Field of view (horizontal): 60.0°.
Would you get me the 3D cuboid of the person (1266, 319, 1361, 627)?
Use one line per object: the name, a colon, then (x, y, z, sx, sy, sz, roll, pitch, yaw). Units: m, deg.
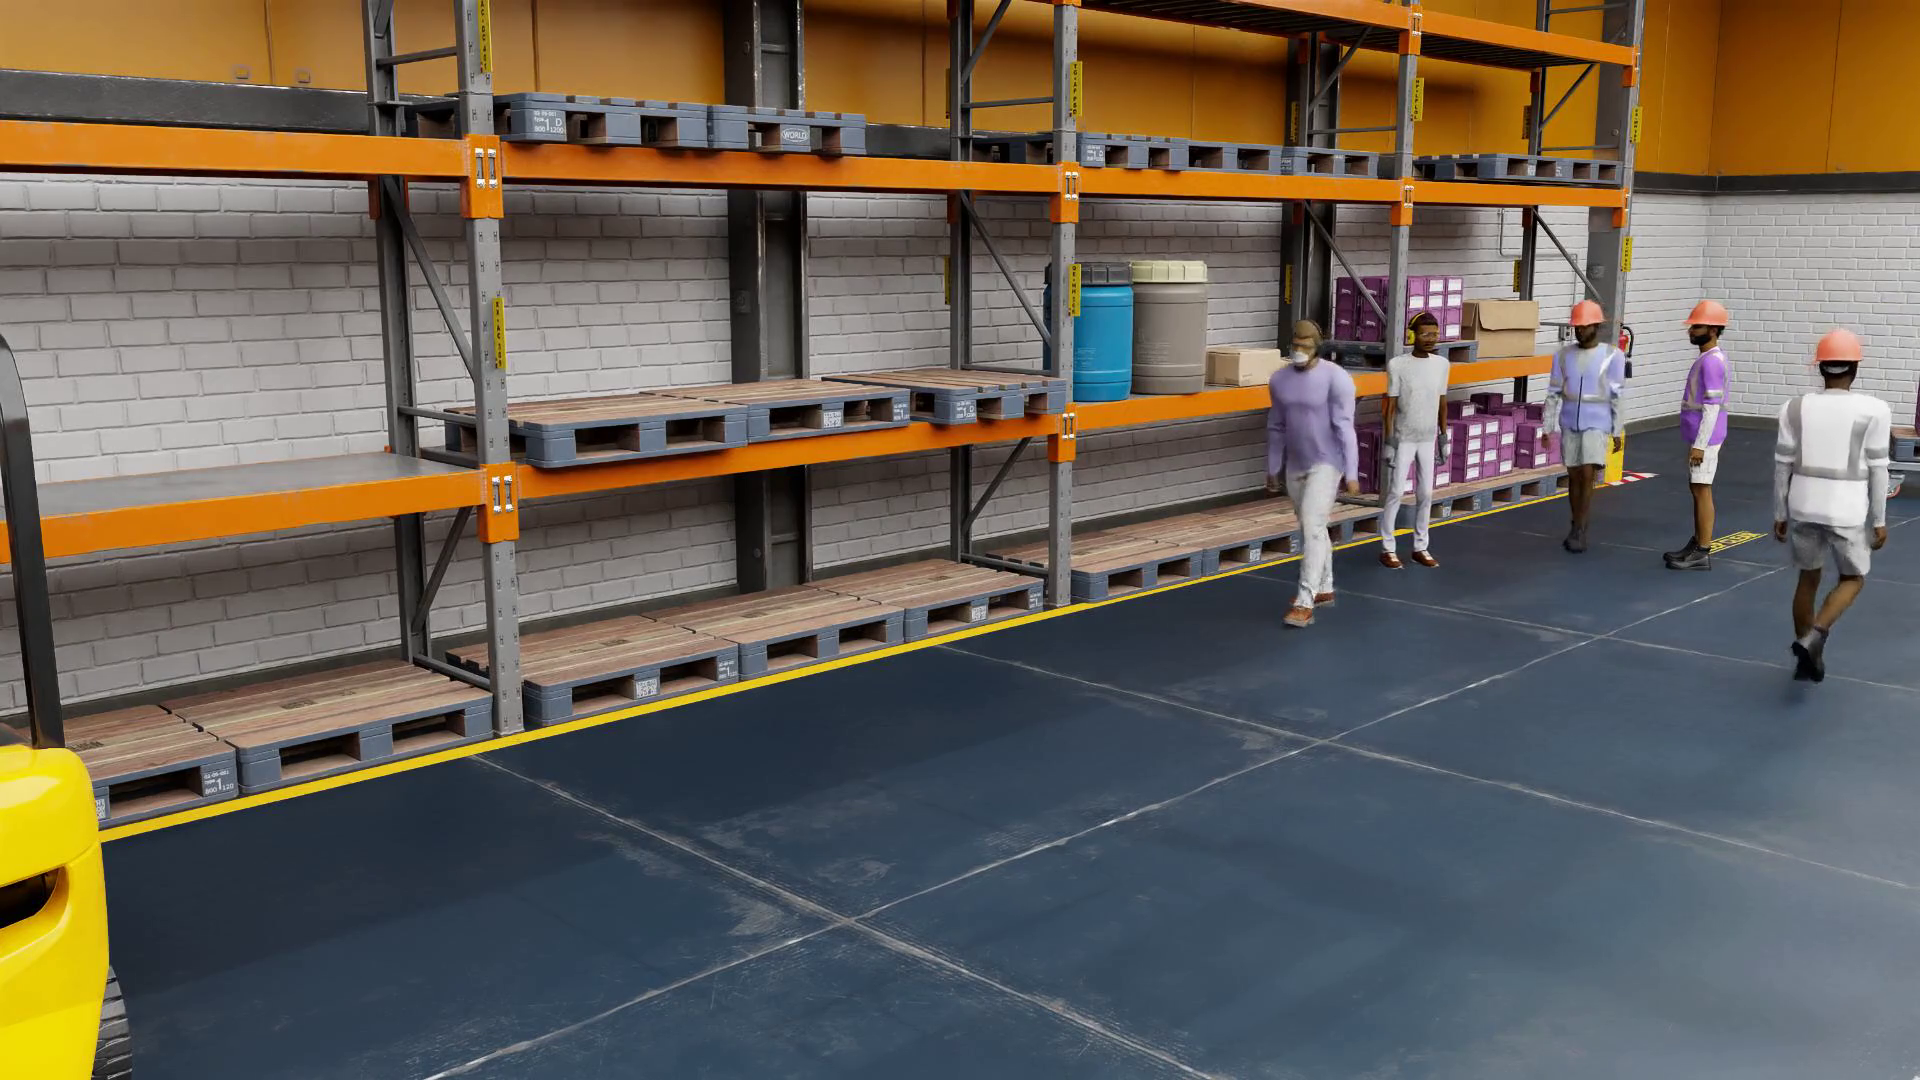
person: (2.162, -0.426, 10.376, 0.888, 1.884, 0.728, -8, 13, -36)

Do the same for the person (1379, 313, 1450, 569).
person: (3.300, -0.714, 12.044, 0.512, 1.860, 0.318, -3, 11, -13)

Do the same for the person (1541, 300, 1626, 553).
person: (4.698, -0.856, 12.667, 0.564, 1.906, 0.797, 9, 14, 40)

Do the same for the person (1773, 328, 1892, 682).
person: (4.594, -0.156, 8.824, 0.596, 1.921, 0.573, -10, 14, -43)

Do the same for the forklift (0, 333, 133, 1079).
forklift: (-3.289, 0.485, 4.582, 1.214, 2.155, 2.313, -10, 14, -44)

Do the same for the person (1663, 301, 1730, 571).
person: (5.327, -0.747, 11.994, 0.360, 1.939, 0.545, 4, 11, 20)
